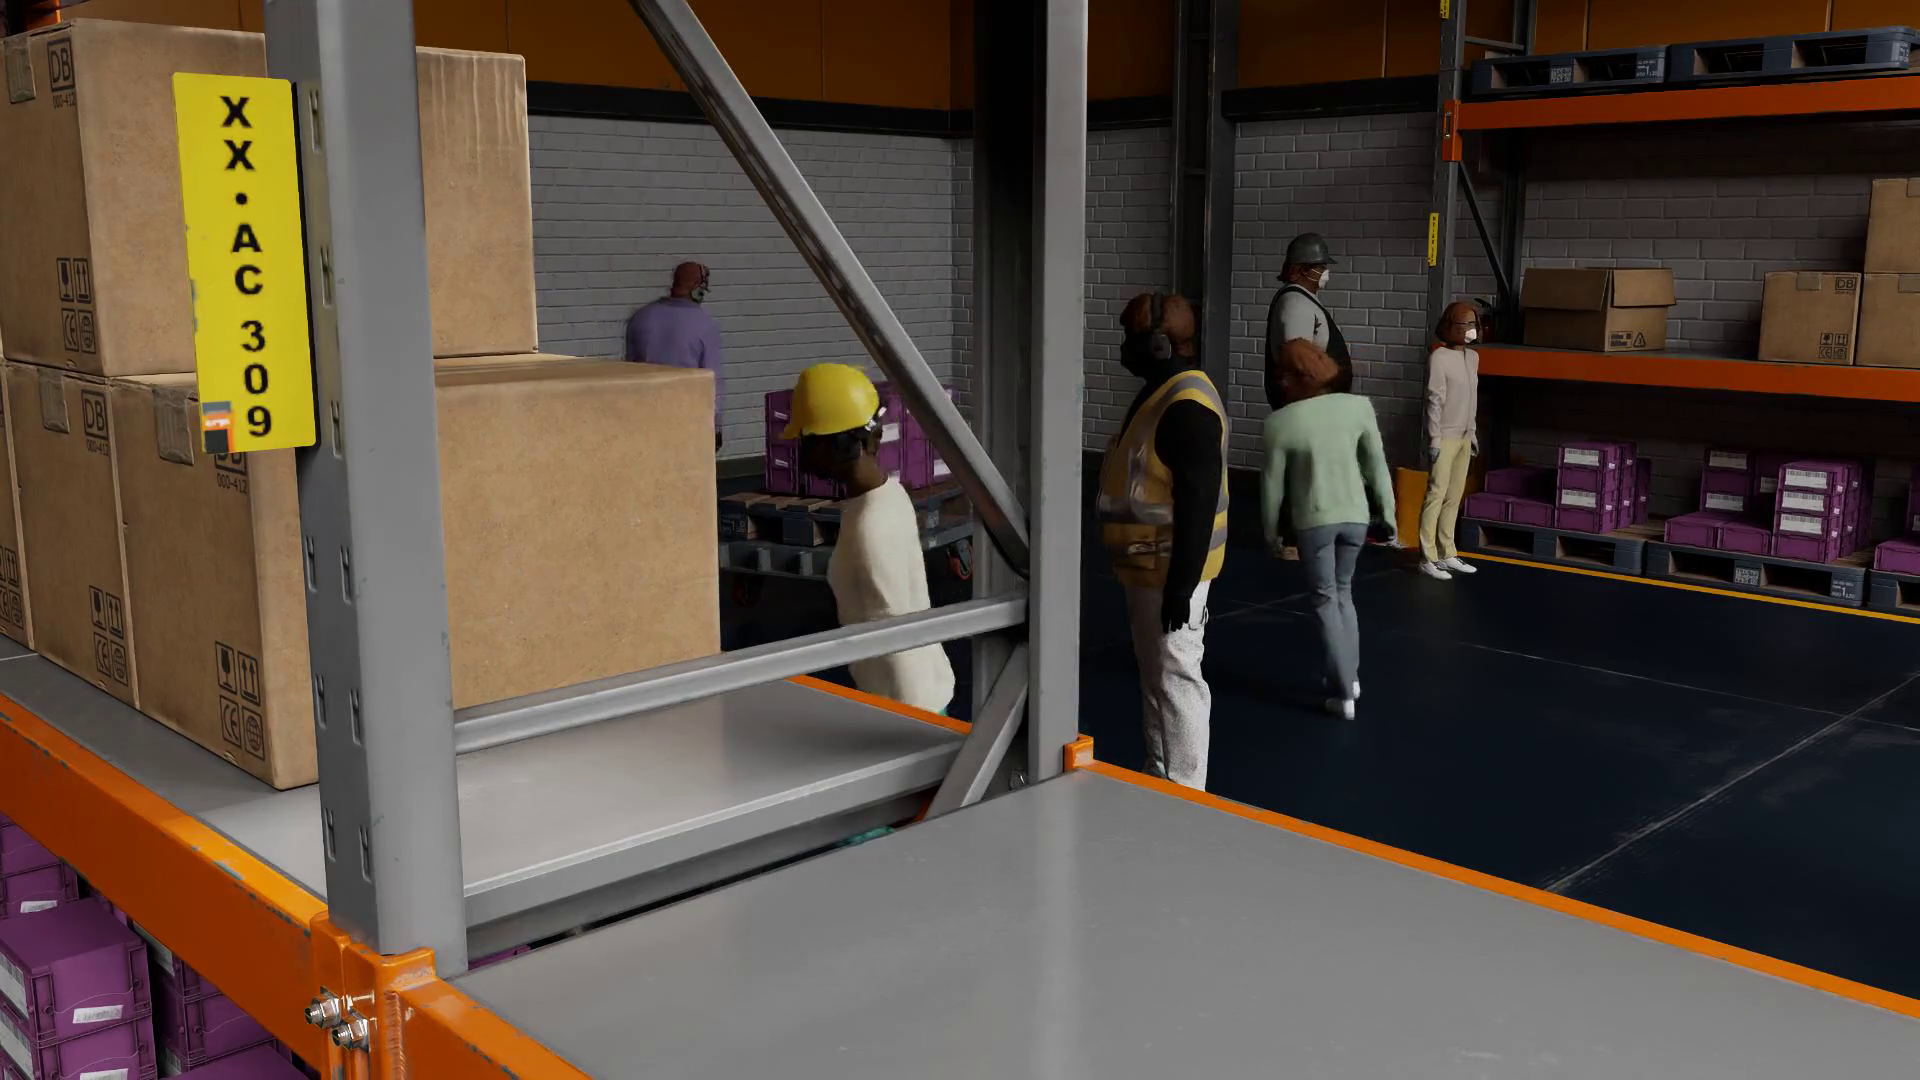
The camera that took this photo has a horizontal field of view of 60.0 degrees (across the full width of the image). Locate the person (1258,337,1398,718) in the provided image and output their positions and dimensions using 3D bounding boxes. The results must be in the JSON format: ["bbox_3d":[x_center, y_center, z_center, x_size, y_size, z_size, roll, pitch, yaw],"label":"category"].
[{"bbox_3d":[1.538,-0.054,7.063,0.572,1.579,0.556,-2,11,-12],"label":"person"}]

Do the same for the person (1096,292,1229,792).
[{"bbox_3d":[0.664,0.101,5.544,0.428,1.840,0.631,-1,10,-4],"label":"person"}]

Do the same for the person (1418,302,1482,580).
[{"bbox_3d":[2.923,-0.591,9.878,0.507,1.632,0.275,-10,14,-44],"label":"person"}]

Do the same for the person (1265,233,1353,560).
[{"bbox_3d":[2.187,-0.901,10.455,0.537,2.000,0.682,1,10,3],"label":"person"}]

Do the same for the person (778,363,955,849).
[{"bbox_3d":[-0.063,0.402,4.234,0.782,1.723,0.542,0,10,1],"label":"person"}]

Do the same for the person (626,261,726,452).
[{"bbox_3d":[-1.737,-0.718,9.938,0.701,1.866,0.589,4,11,23],"label":"person"}]

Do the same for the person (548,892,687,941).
[{"bbox_3d":[-1.038,0.372,4.638,0.530,1.623,0.504,-10,14,-43],"label":"person"}]
